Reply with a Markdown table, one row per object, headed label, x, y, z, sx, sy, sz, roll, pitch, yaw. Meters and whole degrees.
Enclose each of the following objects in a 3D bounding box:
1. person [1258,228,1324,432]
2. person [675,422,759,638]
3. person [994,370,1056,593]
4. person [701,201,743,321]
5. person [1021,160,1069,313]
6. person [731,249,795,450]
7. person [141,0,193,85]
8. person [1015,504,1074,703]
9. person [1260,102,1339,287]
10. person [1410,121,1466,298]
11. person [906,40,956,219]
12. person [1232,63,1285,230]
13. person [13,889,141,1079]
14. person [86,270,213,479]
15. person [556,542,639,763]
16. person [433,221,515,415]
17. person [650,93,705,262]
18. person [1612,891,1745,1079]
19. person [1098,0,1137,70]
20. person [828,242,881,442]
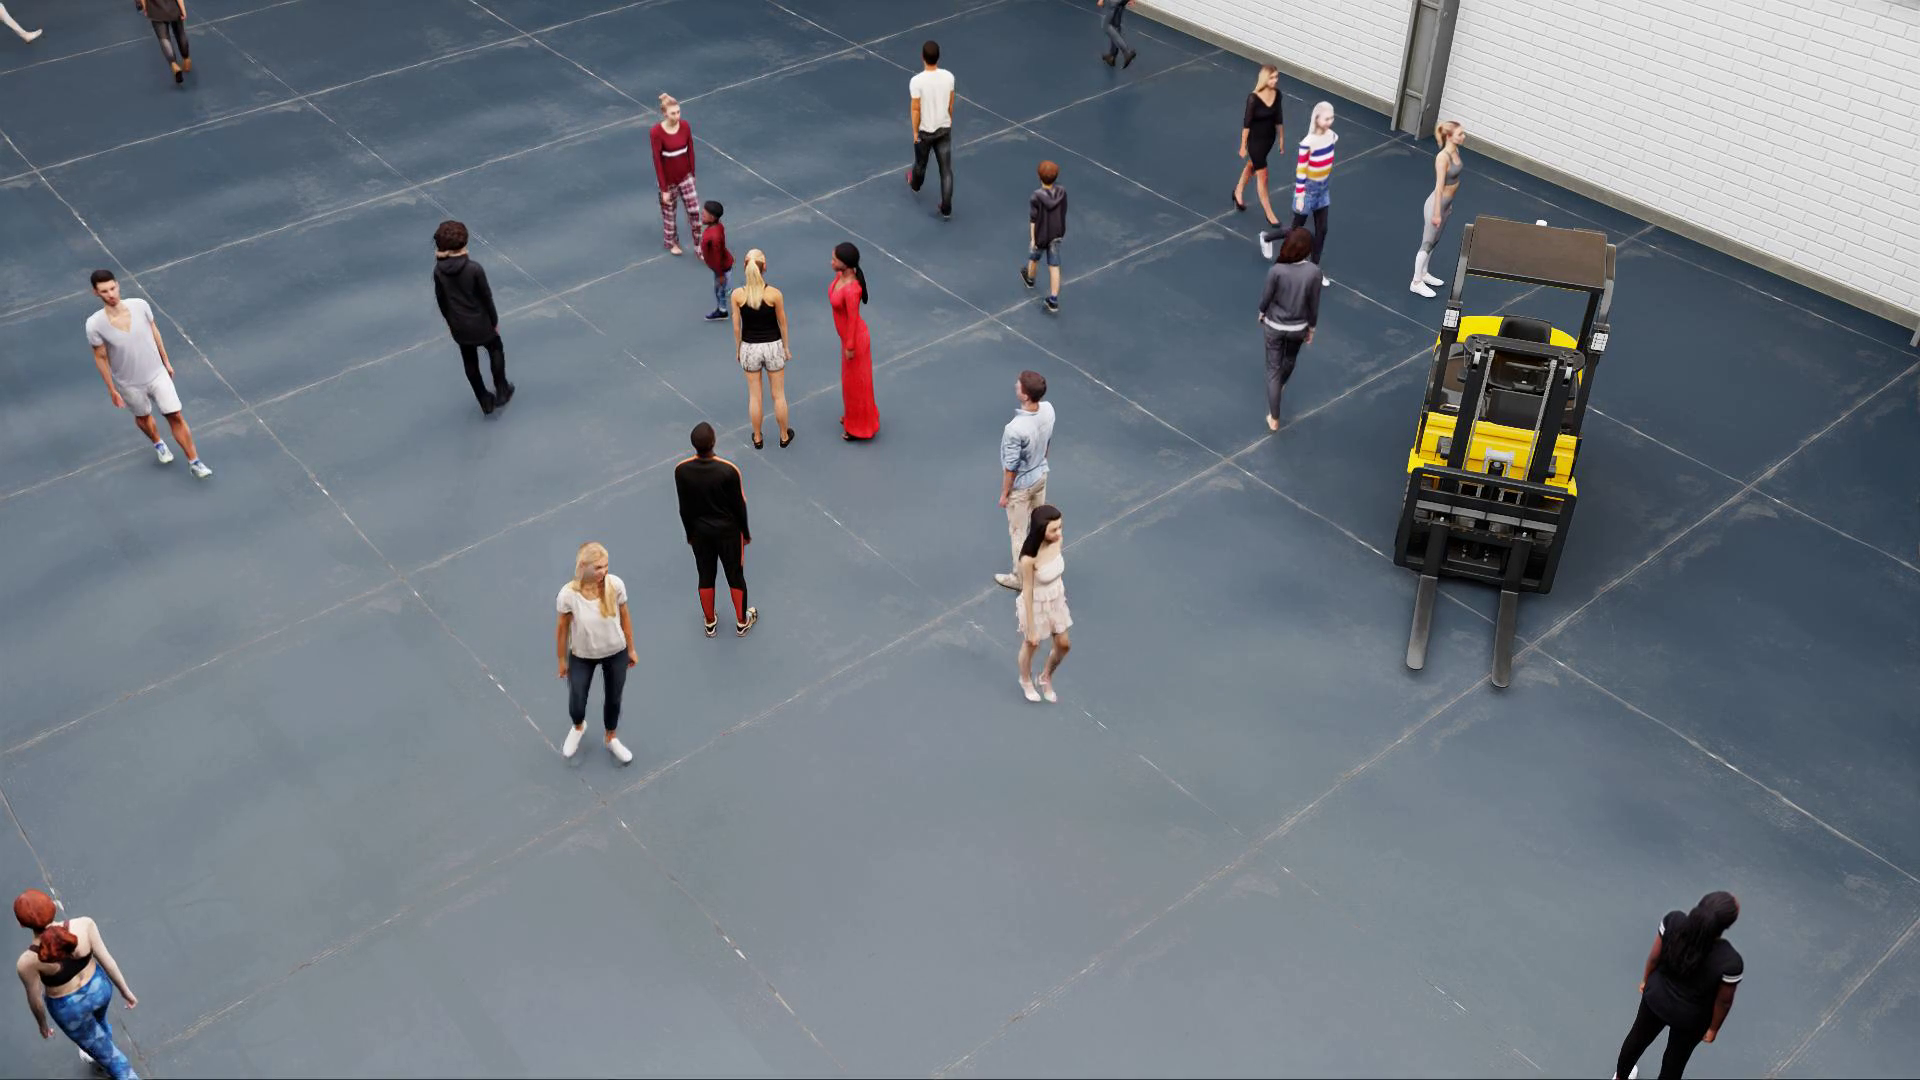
| label | x | y | z | sx | sy | sz | roll | pitch | yaw |
| --- | --- | --- | --- | --- | --- | --- | --- | --- | --- |
| person | 2.716 | -1.714 | 13.816 | 1.038 | 1.718 | 1.146 | 0 | 39 | 0 |
| person | -1.718 | -0.068 | 11.683 | 0.693 | 1.808 | 0.743 | 2 | 39 | 2 |
| person | 0.486 | -0.435 | 12.111 | 0.599 | 1.848 | 0.681 | 29 | 47 | 31 |
| person | -2.140 | -2.527 | 15.218 | 0.765 | 1.239 | 0.748 | -1 | 39 | -2 |
| person | 0.827 | -2.789 | 15.412 | 0.776 | 1.407 | 1.037 | -12 | 40 | -14 |
| person | -1.604 | -1.548 | 13.506 | 0.684 | 1.846 | 0.723 | -1 | 39 | -1 |
| person | -9.326 | -6.210 | 19.466 | 0.792 | 1.694 | 1.071 | -16 | 41 | -19 |
| person | 0.473 | 0.427 | 11.133 | 0.576 | 1.722 | 0.613 | -30 | 47 | -32 |
| person | 3.263 | -3.321 | 15.777 | 0.693 | 1.782 | 1.099 | -25 | 45 | -28 |
| person | 4.484 | -3.124 | 15.596 | 0.653 | 1.701 | 0.634 | 20 | 43 | 23 |
| person | -0.232 | -4.099 | 16.774 | 0.908 | 1.764 | 1.208 | -13 | 40 | -15 |
| person | 2.976 | -4.007 | 16.760 | 0.666 | 1.629 | 1.060 | -23 | 44 | -26 |
| person | -4.436 | 2.480 | 8.558 | 1.254 | 1.737 | 0.806 | 24 | 44 | 27 |
| person | -6.601 | -1.364 | 13.298 | 0.725 | 1.819 | 1.076 | -30 | 47 | -32 |
| person | -2.364 | 0.731 | 10.691 | 0.807 | 1.797 | 0.761 | -9 | 39 | -11 |
| person | -4.090 | -1.796 | 13.881 | 0.819 | 1.765 | 0.875 | 0 | 39 | 0 |
| person | -2.810 | -3.518 | 16.108 | 0.665 | 1.677 | 0.899 | -24 | 44 | -27 |
| person | 3.734 | 2.411 | 8.643 | 0.659 | 1.729 | 0.504 | -27 | 46 | -29 |
| person | 1.910 | -6.412 | 19.660 | 0.677 | 1.767 | 0.908 | -23 | 44 | -26 |
| person | -0.871 | -1.641 | 13.678 | 0.799 | 1.788 | 0.687 | -10 | 40 | -12 |
